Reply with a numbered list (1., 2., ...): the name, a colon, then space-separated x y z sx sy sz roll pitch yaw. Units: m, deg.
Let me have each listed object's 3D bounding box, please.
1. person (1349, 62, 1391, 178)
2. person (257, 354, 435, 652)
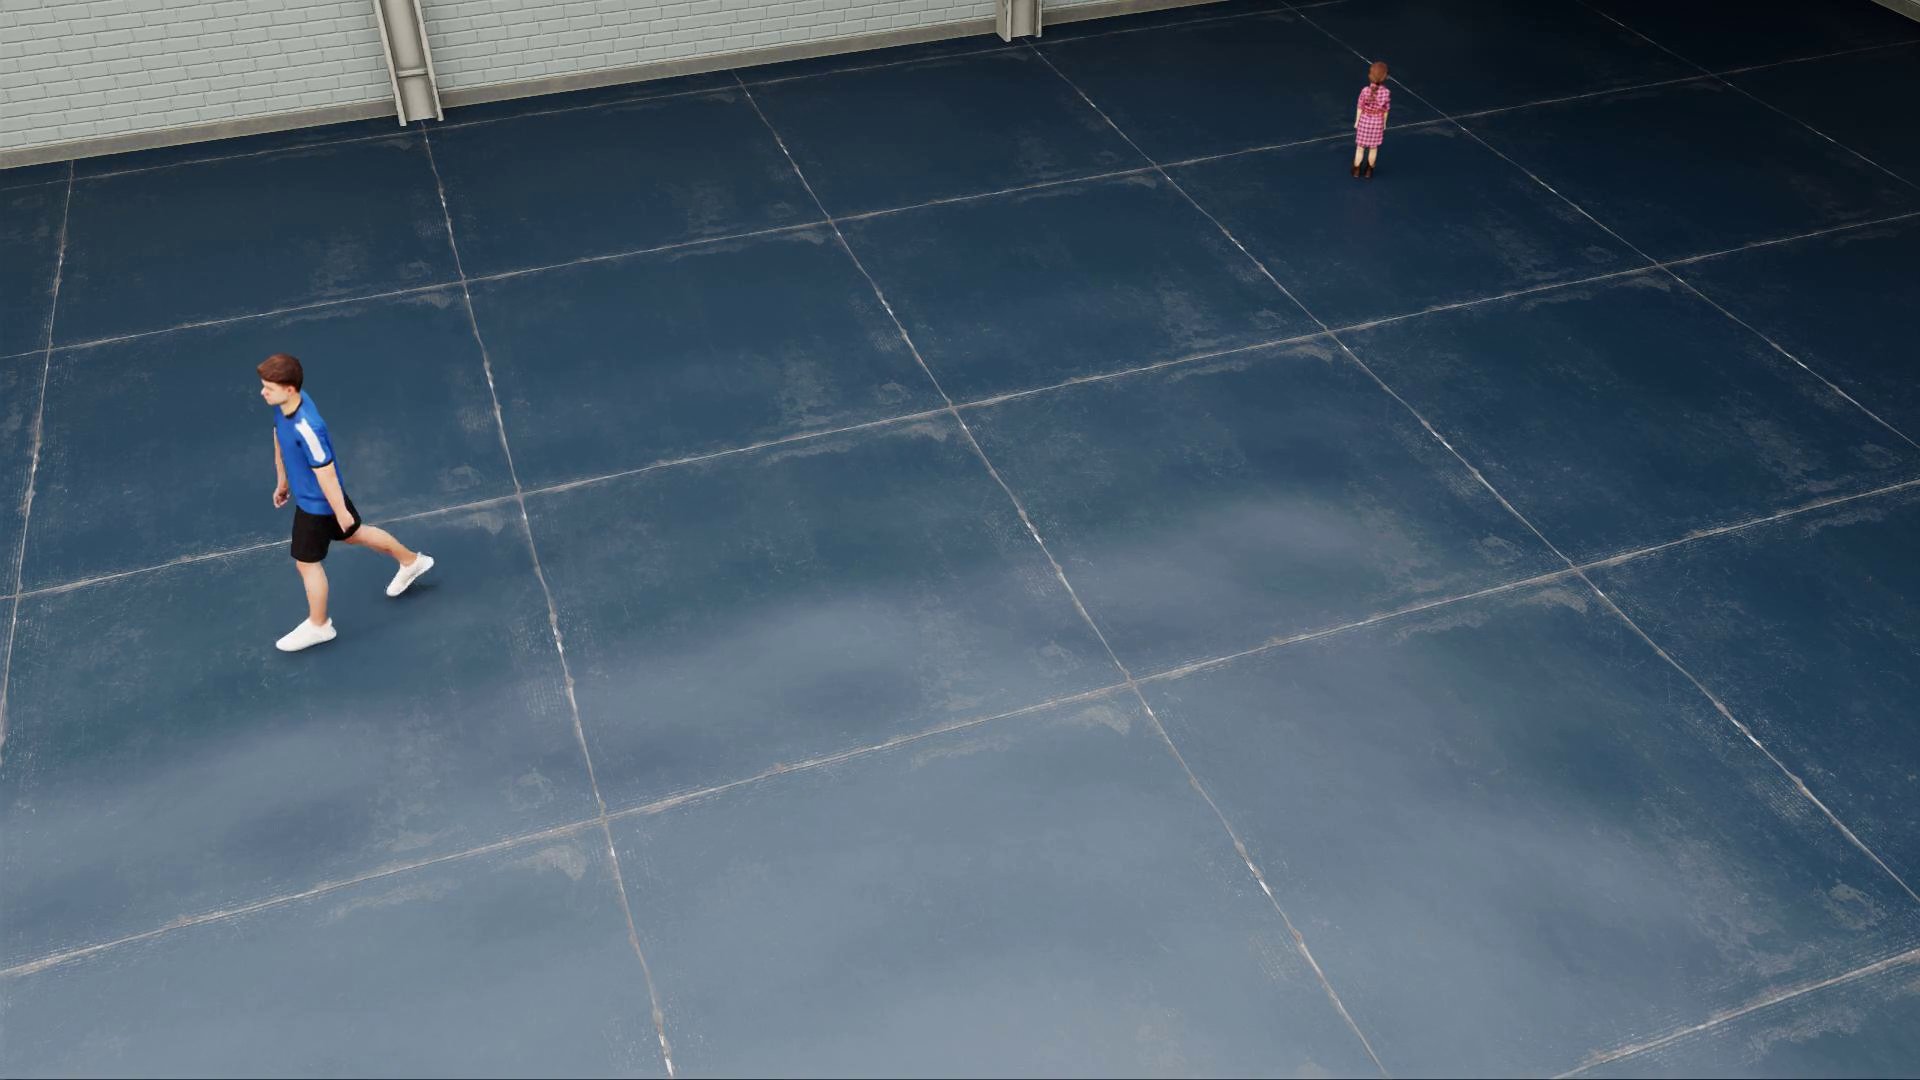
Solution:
1. person: 3.514 -3.597 14.231 0.471 1.022 0.555 4 38 5
2. person: -3.508 -0.281 9.337 1.298 1.828 0.879 -23 43 -26
